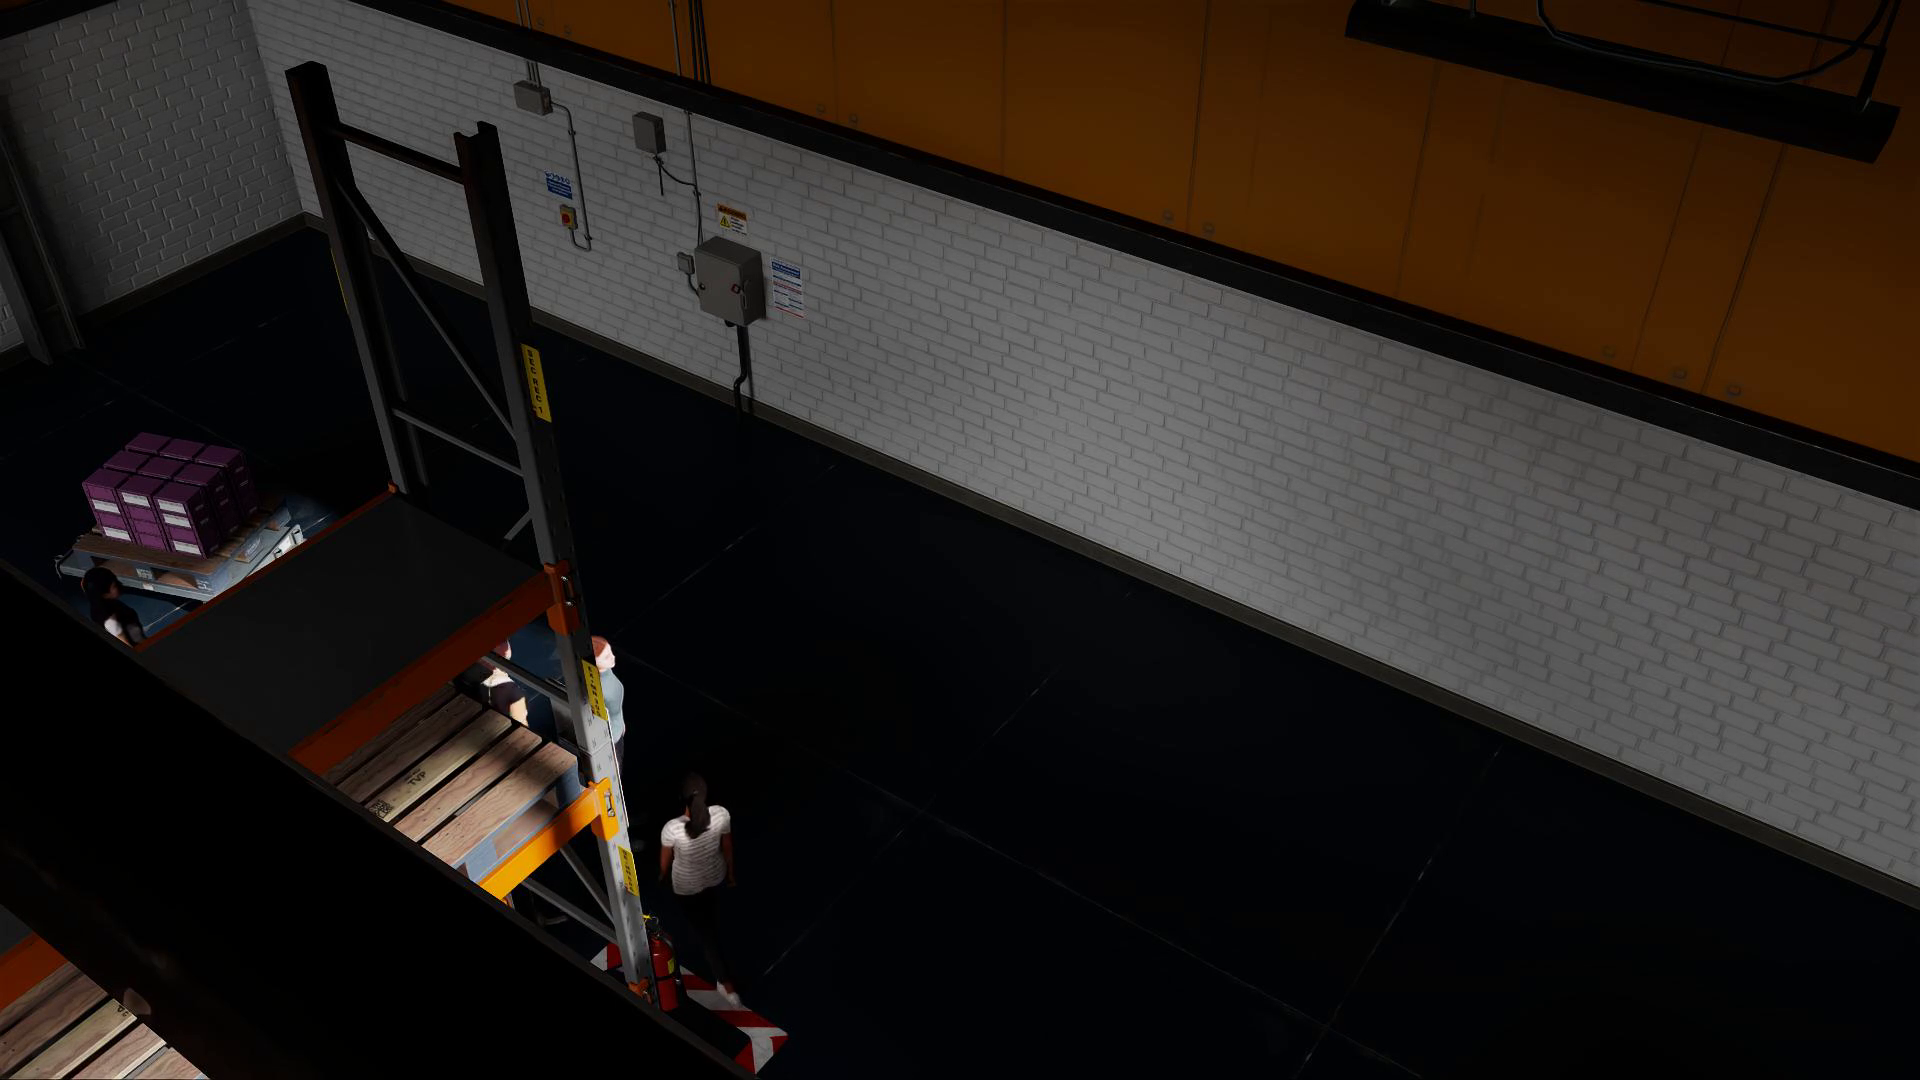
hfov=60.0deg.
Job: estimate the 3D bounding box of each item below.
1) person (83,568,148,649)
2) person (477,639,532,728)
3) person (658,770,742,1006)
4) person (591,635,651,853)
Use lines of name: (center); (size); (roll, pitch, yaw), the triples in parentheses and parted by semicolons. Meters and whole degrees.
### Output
person: (-5.448, 0.892, 11.014); (0.752, 1.774, 0.739); (-24, 44, -27)
person: (-2.854, 1.405, 10.388); (0.721, 1.755, 1.013); (21, 43, 25)
person: (-1.485, 2.039, 9.711); (1.114, 1.608, 0.926); (-21, 43, -24)
person: (-2.227, 1.274, 10.561); (0.736, 1.743, 0.654); (-1, 39, -2)
